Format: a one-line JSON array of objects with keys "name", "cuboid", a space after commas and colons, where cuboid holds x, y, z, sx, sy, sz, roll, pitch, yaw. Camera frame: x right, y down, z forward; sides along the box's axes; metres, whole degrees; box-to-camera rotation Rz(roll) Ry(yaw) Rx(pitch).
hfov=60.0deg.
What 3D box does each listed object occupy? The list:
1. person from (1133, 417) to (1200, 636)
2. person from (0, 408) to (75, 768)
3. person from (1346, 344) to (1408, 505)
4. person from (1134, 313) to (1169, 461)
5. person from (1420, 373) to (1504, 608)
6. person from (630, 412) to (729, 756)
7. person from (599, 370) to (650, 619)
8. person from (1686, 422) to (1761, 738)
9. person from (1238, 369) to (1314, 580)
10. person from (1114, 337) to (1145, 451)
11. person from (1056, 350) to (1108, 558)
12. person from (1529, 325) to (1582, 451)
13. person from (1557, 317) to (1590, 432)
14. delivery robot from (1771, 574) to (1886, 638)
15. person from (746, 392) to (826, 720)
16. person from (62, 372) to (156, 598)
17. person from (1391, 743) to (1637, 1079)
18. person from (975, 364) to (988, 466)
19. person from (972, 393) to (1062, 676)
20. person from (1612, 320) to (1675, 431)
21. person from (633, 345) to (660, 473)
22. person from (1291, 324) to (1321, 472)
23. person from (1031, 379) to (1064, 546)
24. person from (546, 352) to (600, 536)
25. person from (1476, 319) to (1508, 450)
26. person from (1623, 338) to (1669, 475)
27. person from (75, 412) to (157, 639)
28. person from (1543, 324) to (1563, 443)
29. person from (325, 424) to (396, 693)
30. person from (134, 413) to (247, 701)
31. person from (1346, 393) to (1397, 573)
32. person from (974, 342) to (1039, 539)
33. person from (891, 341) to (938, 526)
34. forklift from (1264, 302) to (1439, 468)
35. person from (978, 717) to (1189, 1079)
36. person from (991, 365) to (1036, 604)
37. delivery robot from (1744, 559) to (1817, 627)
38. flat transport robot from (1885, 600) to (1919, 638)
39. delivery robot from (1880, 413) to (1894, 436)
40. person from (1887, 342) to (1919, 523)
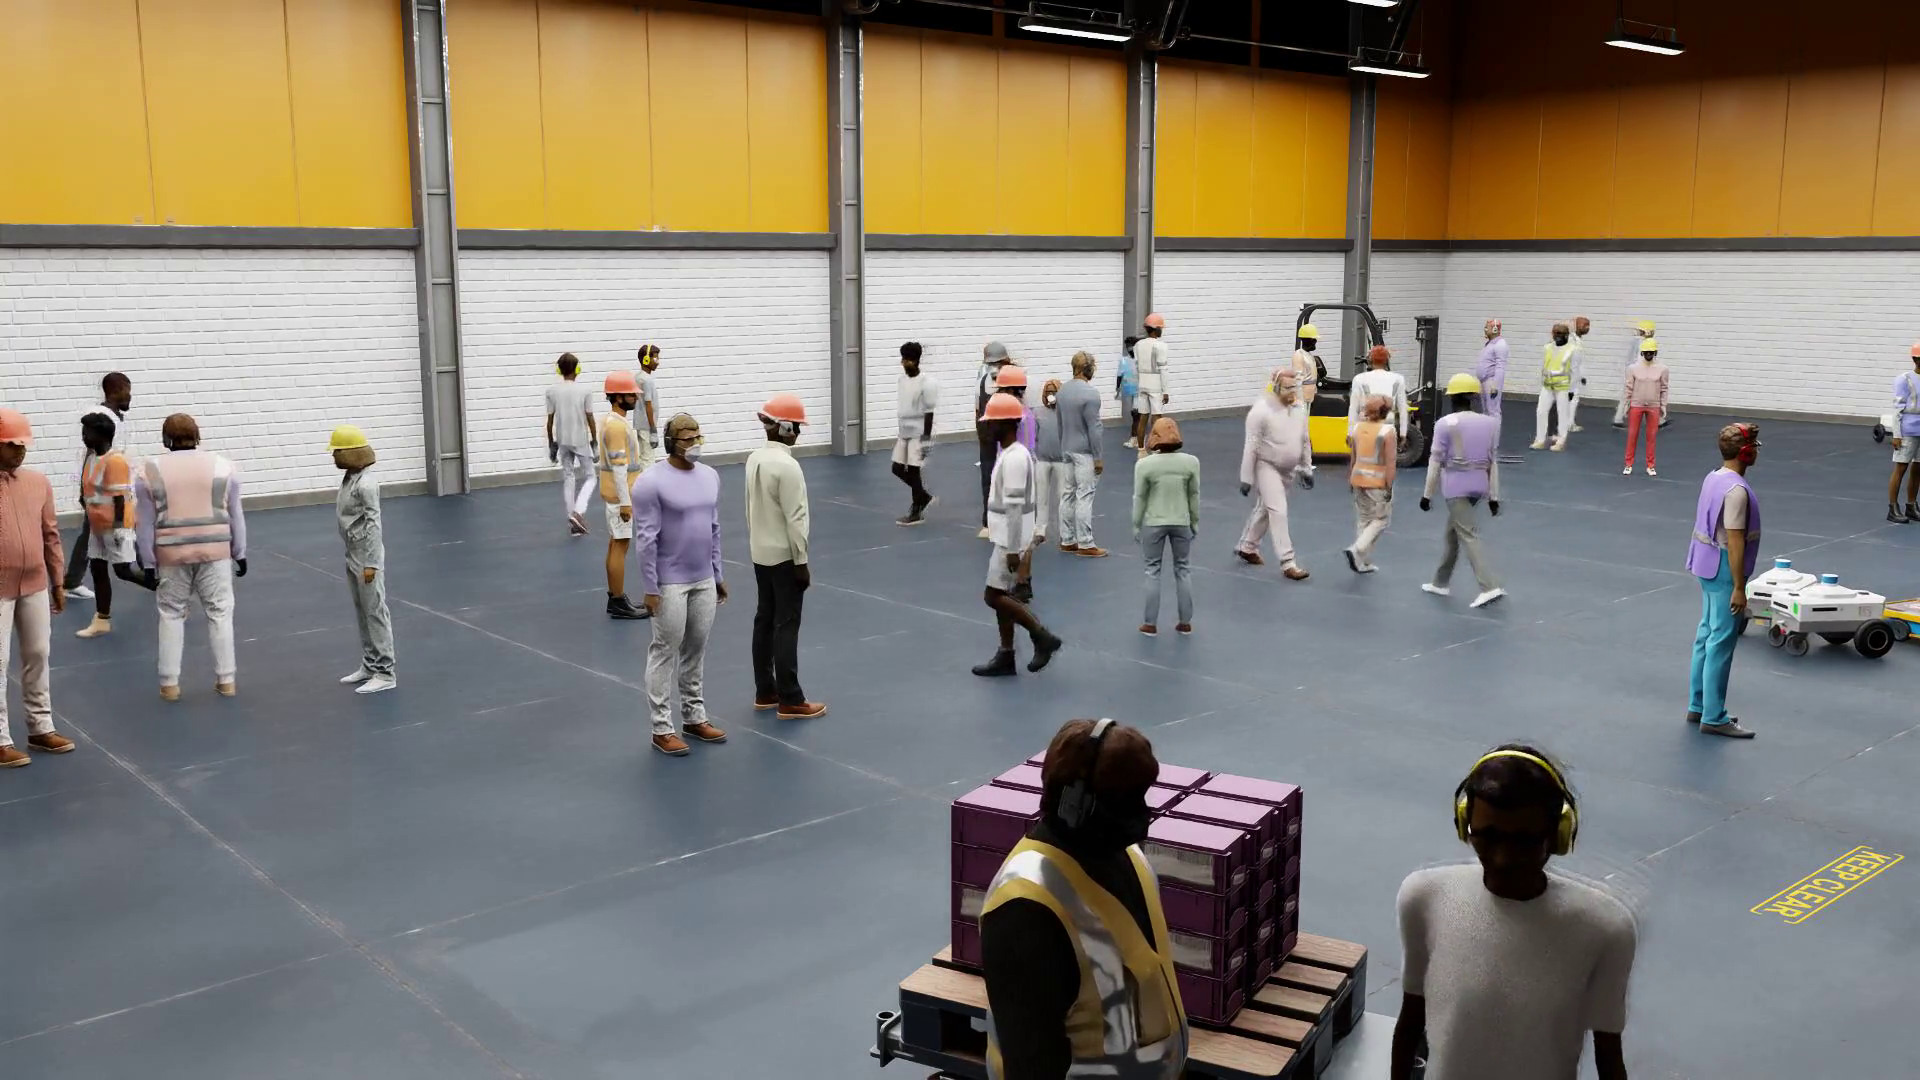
[{"name": "person", "cuboid": [1.532, -0.095, 12.354, 0.504, 1.630, 0.281, -1, 10, -7]}, {"name": "person", "cuboid": [-5.268, 0.257, 9.265, 0.404, 1.983, 0.615, 5, 11, 26]}, {"name": "person", "cuboid": [4.504, -1.172, 17.952, 0.624, 1.866, 0.460, 0, 10, -1]}, {"name": "person", "cuboid": [2.631, -2.066, 22.673, 0.379, 2.044, 0.607, -7, 12, -37]}, {"name": "person", "cuboid": [4.140, -0.408, 13.514, 0.602, 1.878, 0.966, -5, 11, -27]}, {"name": "person", "cuboid": [-1.577, 0.239, 9.483, 0.370, 1.941, 0.627, 7, 12, 36]}, {"name": "person", "cuboid": [-2.624, -0.355, 12.959, 0.361, 1.940, 0.543, -3, 10, -16]}, {"name": "person", "cuboid": [4.506, 0.227, 9.815, 0.384, 1.849, 0.569, 2, 10, 10]}, {"name": "person", "cuboid": [2.769, -0.607, 14.753, 0.685, 1.855, 0.991, -7, 12, -35]}, {"name": "person", "cuboid": [2.500, -2.124, 24.151, 0.543, 1.639, 0.892, 7, 12, 35]}, {"name": "person", "cuboid": [1.137, -0.801, 15.573, 0.372, 1.940, 0.632, -6, 11, -30]}, {"name": "person", "cuboid": [8.541, -2.175, 23.939, 0.684, 1.825, 0.659, -7, 12, -35]}, {"name": "person", "cuboid": [9.826, -2.661, 26.757, 0.699, 1.835, 0.605, 7, 12, 34]}, {"name": "delivery robot", "cuboid": [6.158, 0.486, 11.812, 0.707, 0.478, 0.477, -1, 10, -4]}, {"name": "person", "cuboid": [-1.085, 0.095, 10.172, 0.388, 1.991, 0.609, -7, 12, -34]}, {"name": "person", "cuboid": [-7.005, -0.450, 13.784, 0.982, 1.846, 0.672, -5, 11, -25]}, {"name": "person", "cuboid": [1.189, 1.298, 3.654, 0.531, 1.826, 0.920, 4, 10, 22]}, {"name": "person", "cuboid": [0.438, -1.787, 22.232, 0.524, 1.638, 0.309, 7, 12, 35]}, {"name": "person", "cuboid": [0.359, -0.018, 11.038, 0.499, 1.918, 0.560, 0, 10, -2]}, {"name": "person", "cuboid": [11.027, -2.643, 26.798, 0.972, 1.777, 0.611, 1, 10, 7]}, {"name": "person", "cuboid": [-3.373, -1.176, 18.013, 0.327, 1.858, 0.520, -5, 11, -26]}, {"name": "person", "cuboid": [4.520, -1.862, 21.816, 0.369, 1.928, 0.586, 4, 11, 24]}, {"name": "person", "cuboid": [0.906, -0.747, 16.152, 0.505, 1.633, 0.279, 2, 10, 14]}, {"name": "person", "cuboid": [-3.878, -0.948, 16.667, 0.561, 1.856, 0.436, 1, 10, 7]}, {"name": "person", "cuboid": [7.723, -2.265, 24.240, 0.409, 1.909, 0.640, 0, 10, 1]}, {"name": "person", "cuboid": [8.811, -1.707, 21.381, 0.534, 1.767, 0.314, 3, 10, 16]}, {"name": "person", "cuboid": [-6.242, -0.123, 12.377, 0.537, 1.681, 0.673, 8, 13, 39]}, {"name": "person", "cuboid": [9.011, -2.366, 25.125, 0.551, 1.798, 0.620, -5, 11, -26]}, {"name": "person", "cuboid": [-3.890, 0.119, 10.764, 0.325, 1.740, 0.492, -7, 12, -34]}, {"name": "person", "cuboid": [-4.883, 0.106, 10.591, 0.635, 1.833, 0.430, -5, 11, -26]}, {"name": "person", "cuboid": [3.577, -0.478, 14.620, 0.504, 1.624, 0.532, -7, 12, -36]}, {"name": "person", "cuboid": [0.479, -1.049, 16.724, 0.692, 2.000, 0.776, 4, 10, 22]}, {"name": "person", "cuboid": [-0.467, -1.111, 17.370, 0.487, 1.938, 0.637, -8, 12, -38]}, {"name": "forklift", "cuboid": [5.320, -2.157, 22.763, 2.313, 2.155, 1.214, 3, 10, 16]}, {"name": "person", "cuboid": [0.282, 1.285, 3.662, 0.429, 1.840, 0.624, 4, 10, 22]}, {"name": "person", "cuboid": [0.424, -0.447, 13.505, 0.367, 1.935, 0.552, 2, 10, 12]}, {"name": "delivery robot", "cuboid": [6.115, 0.387, 12.388, 0.477, 0.478, 0.707, 8, 13, 41]}, {"name": "flat transport robot", "cuboid": [7.287, 0.640, 12.011, 0.652, 0.197, 1.431, -5, 11, -27]}, {"name": "delivery robot", "cuboid": [14.109, -1.755, 24.914, 0.477, 0.478, 0.707, 1, 9, 4]}, {"name": "person", "cuboid": [10.101, -1.140, 17.562, 0.551, 1.937, 0.357, -3, 10, -16]}]
